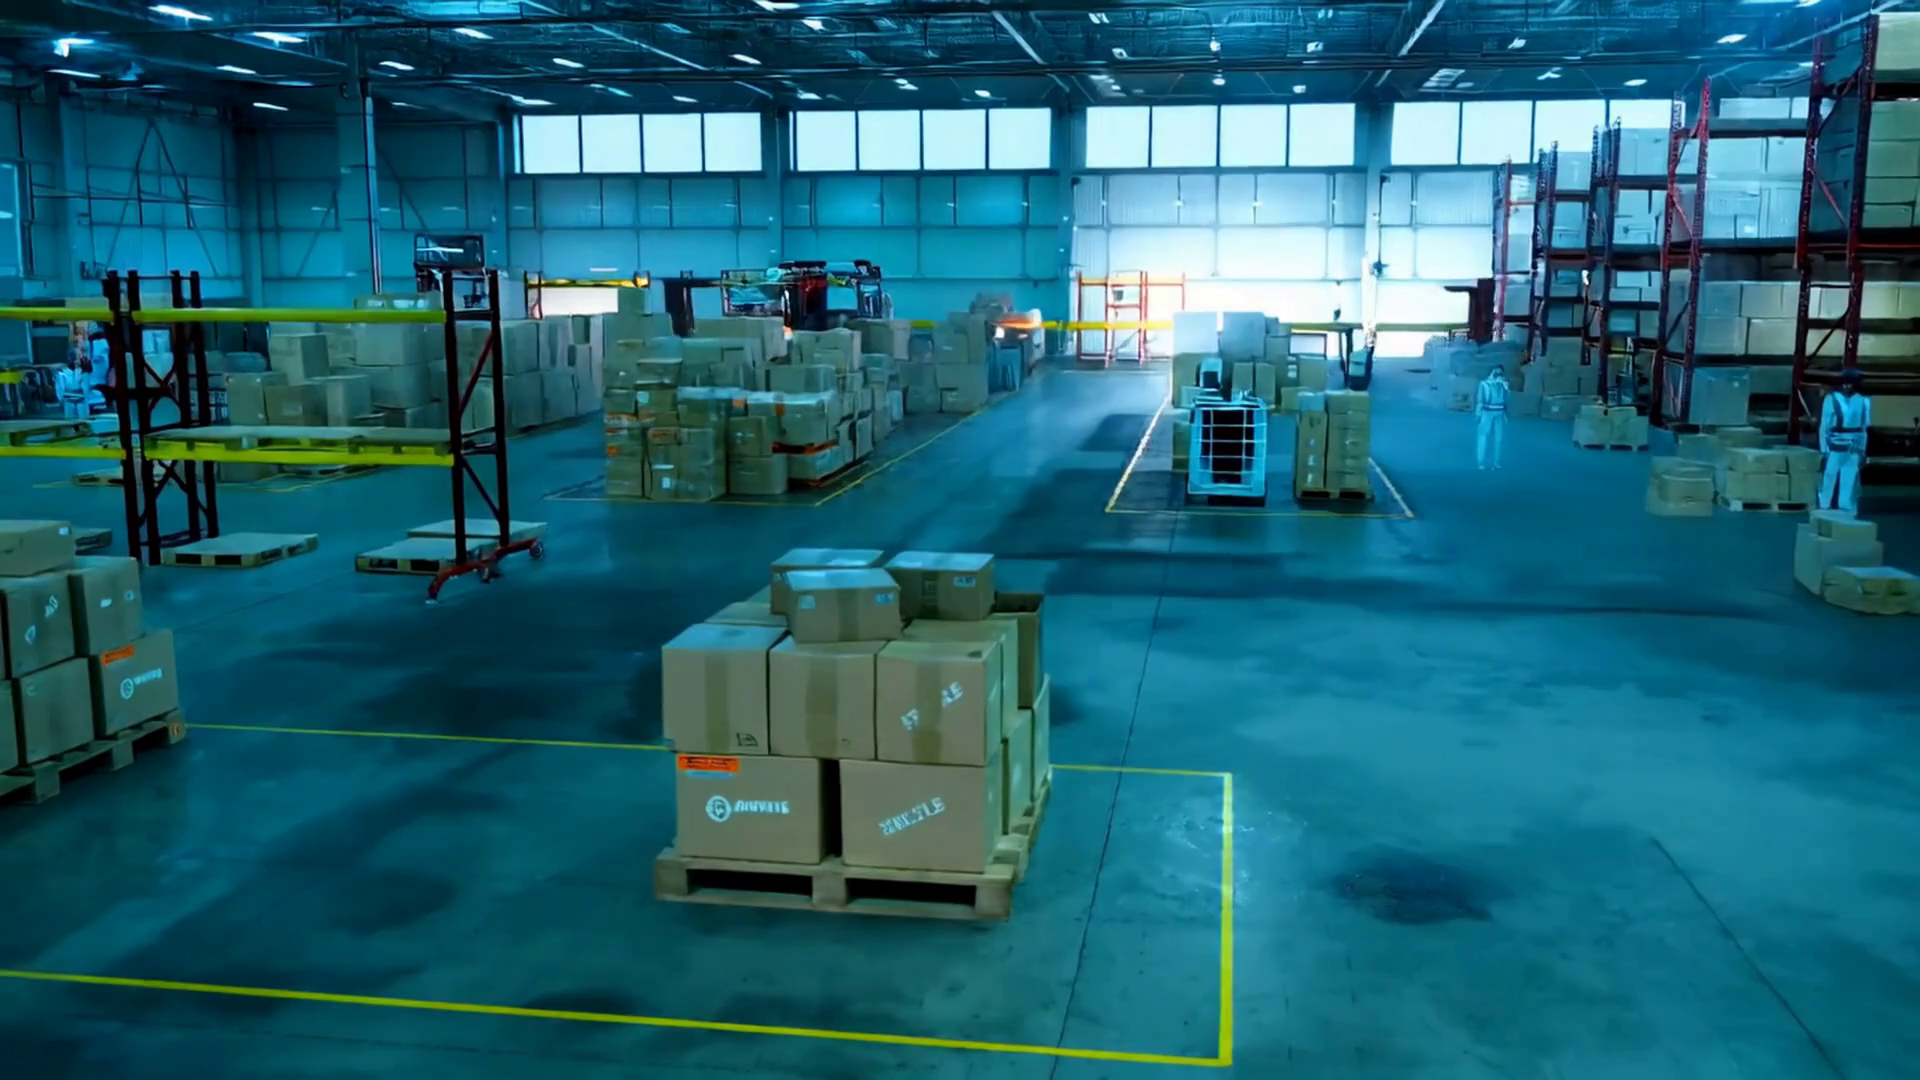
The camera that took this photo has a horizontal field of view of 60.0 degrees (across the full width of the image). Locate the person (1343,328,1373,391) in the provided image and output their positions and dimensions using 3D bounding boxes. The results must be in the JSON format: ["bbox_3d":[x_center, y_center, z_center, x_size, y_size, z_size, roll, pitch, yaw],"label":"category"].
[{"bbox_3d":[7.798,-3.192,32.596,0.592,1.911,0.385,9,13,44],"label":"person"}]

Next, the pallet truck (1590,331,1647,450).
[{"bbox_3d":[11.253,-2.573,28.499,0.823,1.965,1.885,5,10,27],"label":"pallet truck"}]

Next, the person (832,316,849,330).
[{"bbox_3d":[-2.856,-4.419,40.080,0.651,1.936,0.361,3,10,19],"label":"person"}]

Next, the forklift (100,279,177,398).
[{"bbox_3d":[-19.606,-4.720,39.027,1.873,2.768,1.129,1,9,9],"label":"forklift"}]

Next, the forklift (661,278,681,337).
[{"bbox_3d":[-7.813,-5.738,45.301,1.873,2.768,1.129,0,9,2],"label":"forklift"}]

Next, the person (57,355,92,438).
[{"bbox_3d":[-14.752,-2.271,27.735,0.517,1.639,0.314,-2,10,-14],"label":"person"}]

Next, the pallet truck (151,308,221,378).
[{"bbox_3d":[-21.869,-5.598,47.154,0.823,1.965,1.885,4,10,26],"label":"pallet truck"}]

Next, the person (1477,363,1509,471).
[{"bbox_3d":[8.087,-1.872,25.268,0.514,1.644,0.307,-2,10,-15],"label":"person"}]

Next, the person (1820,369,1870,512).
[{"bbox_3d":[10.362,-1.056,19.493,0.587,1.882,0.342,-1,9,-9],"label":"person"}]

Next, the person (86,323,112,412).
[{"bbox_3d":[-18.185,-3.608,35.099,0.543,1.928,0.374,7,12,37],"label":"person"}]

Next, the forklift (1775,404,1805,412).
[{"bbox_3d":[18.518,-4.217,35.925,1.129,2.768,1.873,1,9,9],"label":"forklift"}]

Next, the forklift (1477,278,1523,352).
[{"bbox_3d":[14.032,-5.601,44.456,1.873,2.768,1.129,1,9,9],"label":"forklift"}]

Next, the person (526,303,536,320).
[{"bbox_3d":[-14.406,-6.997,55.982,0.381,1.942,0.634,-2,9,-11],"label":"person"}]
